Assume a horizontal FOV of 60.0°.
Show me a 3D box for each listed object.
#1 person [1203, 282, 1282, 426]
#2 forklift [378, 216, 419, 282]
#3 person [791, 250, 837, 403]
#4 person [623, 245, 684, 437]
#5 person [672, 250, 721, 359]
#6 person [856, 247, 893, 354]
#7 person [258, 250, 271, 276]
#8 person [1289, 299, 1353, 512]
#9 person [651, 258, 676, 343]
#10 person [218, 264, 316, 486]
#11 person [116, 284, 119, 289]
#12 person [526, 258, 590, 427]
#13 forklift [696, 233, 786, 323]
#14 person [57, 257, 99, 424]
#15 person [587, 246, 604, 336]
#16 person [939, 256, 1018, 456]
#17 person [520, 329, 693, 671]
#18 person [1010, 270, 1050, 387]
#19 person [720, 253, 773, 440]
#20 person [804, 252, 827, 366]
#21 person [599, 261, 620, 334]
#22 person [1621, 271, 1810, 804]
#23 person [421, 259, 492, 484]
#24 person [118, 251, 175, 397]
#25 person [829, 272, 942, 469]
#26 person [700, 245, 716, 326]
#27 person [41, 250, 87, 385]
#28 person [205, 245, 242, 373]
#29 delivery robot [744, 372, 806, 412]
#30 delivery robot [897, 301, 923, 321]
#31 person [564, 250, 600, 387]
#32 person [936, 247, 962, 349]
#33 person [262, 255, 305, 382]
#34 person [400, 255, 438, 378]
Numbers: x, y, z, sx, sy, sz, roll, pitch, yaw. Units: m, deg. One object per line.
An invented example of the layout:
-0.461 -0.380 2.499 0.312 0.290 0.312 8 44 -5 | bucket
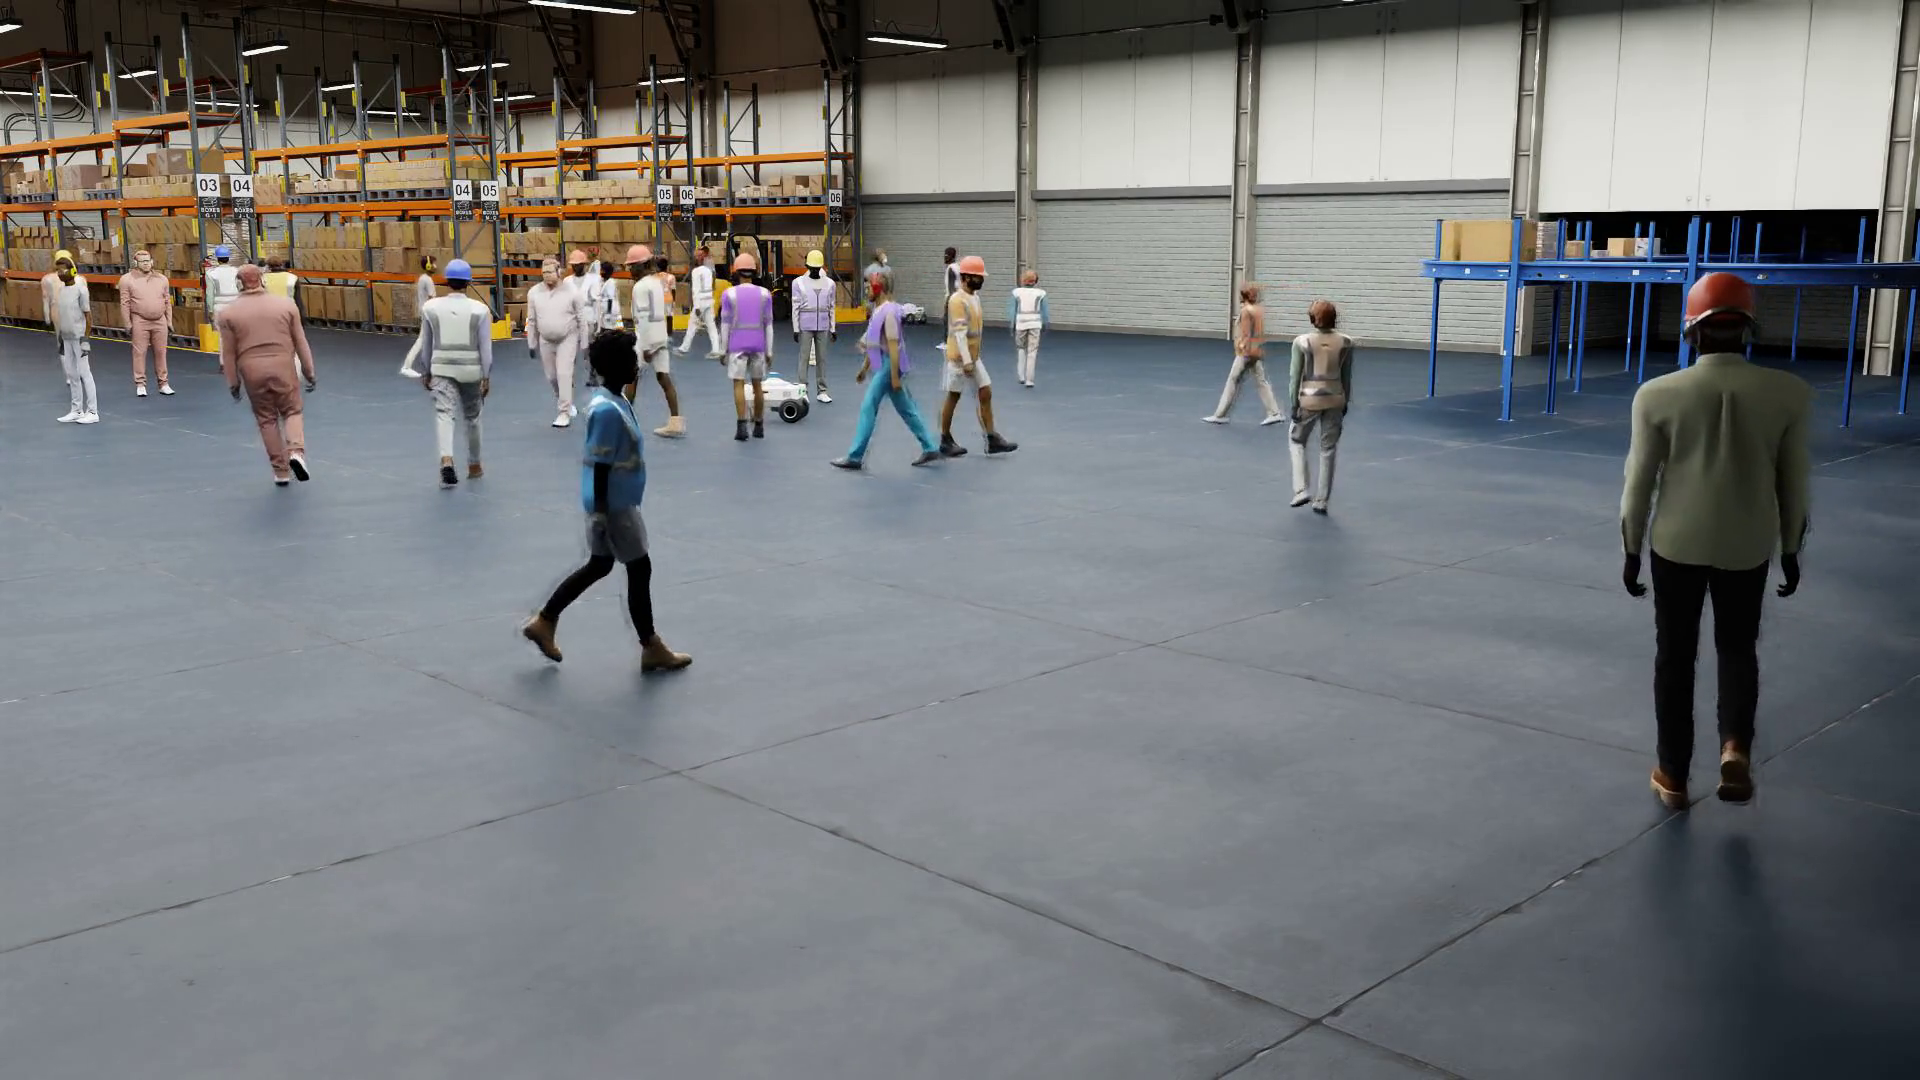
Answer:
3.207 -2.069 18.537 0.875 1.592 0.536 5 11 24 | person
-17.868 -9.201 54.028 1.873 2.768 1.129 -10 14 -44 | forklift
-1.836 -2.694 21.055 0.584 1.918 0.381 -5 11 -24 | person
-3.366 -2.089 17.538 0.989 1.993 0.619 3 11 17 | person
-4.521 -4.041 28.597 0.956 1.836 0.610 5 11 24 | person
-1.461 -4.174 29.176 0.910 1.911 0.641 6 12 31 | person
-14.418 -5.086 34.372 0.611 1.812 0.441 -8 13 -36 | person
2.755 -1.026 12.762 0.525 1.627 0.404 -1 10 -6 | person
-5.817 -4.669 32.506 0.533 1.672 0.801 1 10 6 | person
-5.820 -1.379 14.006 0.720 1.873 0.497 -5 11 -24 | person
-20.883 -6.277 40.812 0.623 1.841 0.430 -3 11 -17 | person
-4.499 -2.229 18.681 0.690 1.867 0.832 1 10 7 | person
-5.496 -6.489 41.108 2.313 2.155 1.214 -10 14 -44 | forklift
-10.036 -2.261 18.820 0.512 1.873 0.328 5 12 26 | person
-7.529 -5.115 34.353 0.354 1.883 0.576 -3 11 -17 | person
0.158 -1.743 15.892 0.885 1.897 0.574 5 12 27 | person
-1.761 -0.188 8.078 0.795 1.674 0.545 -2 11 -8 | person
1.000 -2.972 23.371 0.552 1.613 0.665 3 11 13 | person
-2.227 -2.024 17.383 0.551 1.942 0.408 -4 11 -22 | person
-2.413 -3.796 27.272 0.429 1.844 0.624 -6 12 -28 | person
-5.761 -3.760 27.475 0.424 1.683 0.550 -3 11 -16 | person
2.744 0.020 6.079 0.636 1.980 0.513 3 11 14 | person
-4.317 -1.446 14.268 0.602 1.919 0.927 -2 11 -9 | person
-10.753 -2.870 22.045 0.409 1.907 0.651 10 14 43 | person
-0.647 -1.545 15.194 1.036 1.785 0.555 -1 10 -7 | person
-5.984 -5.983 39.118 0.508 1.872 0.329 -9 14 -41 | person
-12.663 -3.153 23.588 0.580 1.904 0.429 -4 11 -22 | person
-11.307 -3.560 25.684 0.605 1.951 0.383 -8 13 -37 | person
-2.140 -1.683 19.122 0.707 0.478 0.477 1 10 5 | delivery robot
-1.220 -5.493 39.896 0.707 0.478 0.477 9 14 40 | delivery robot
-5.271 -3.054 23.087 0.552 1.889 0.975 1 10 4 | person
-0.061 -4.544 31.221 0.714 1.901 0.598 1 10 7 | person
-9.696 -3.147 23.767 0.660 1.822 0.713 -3 11 -14 | person
-7.962 -3.355 24.951 0.997 1.822 0.544 -4 11 -21 | person
